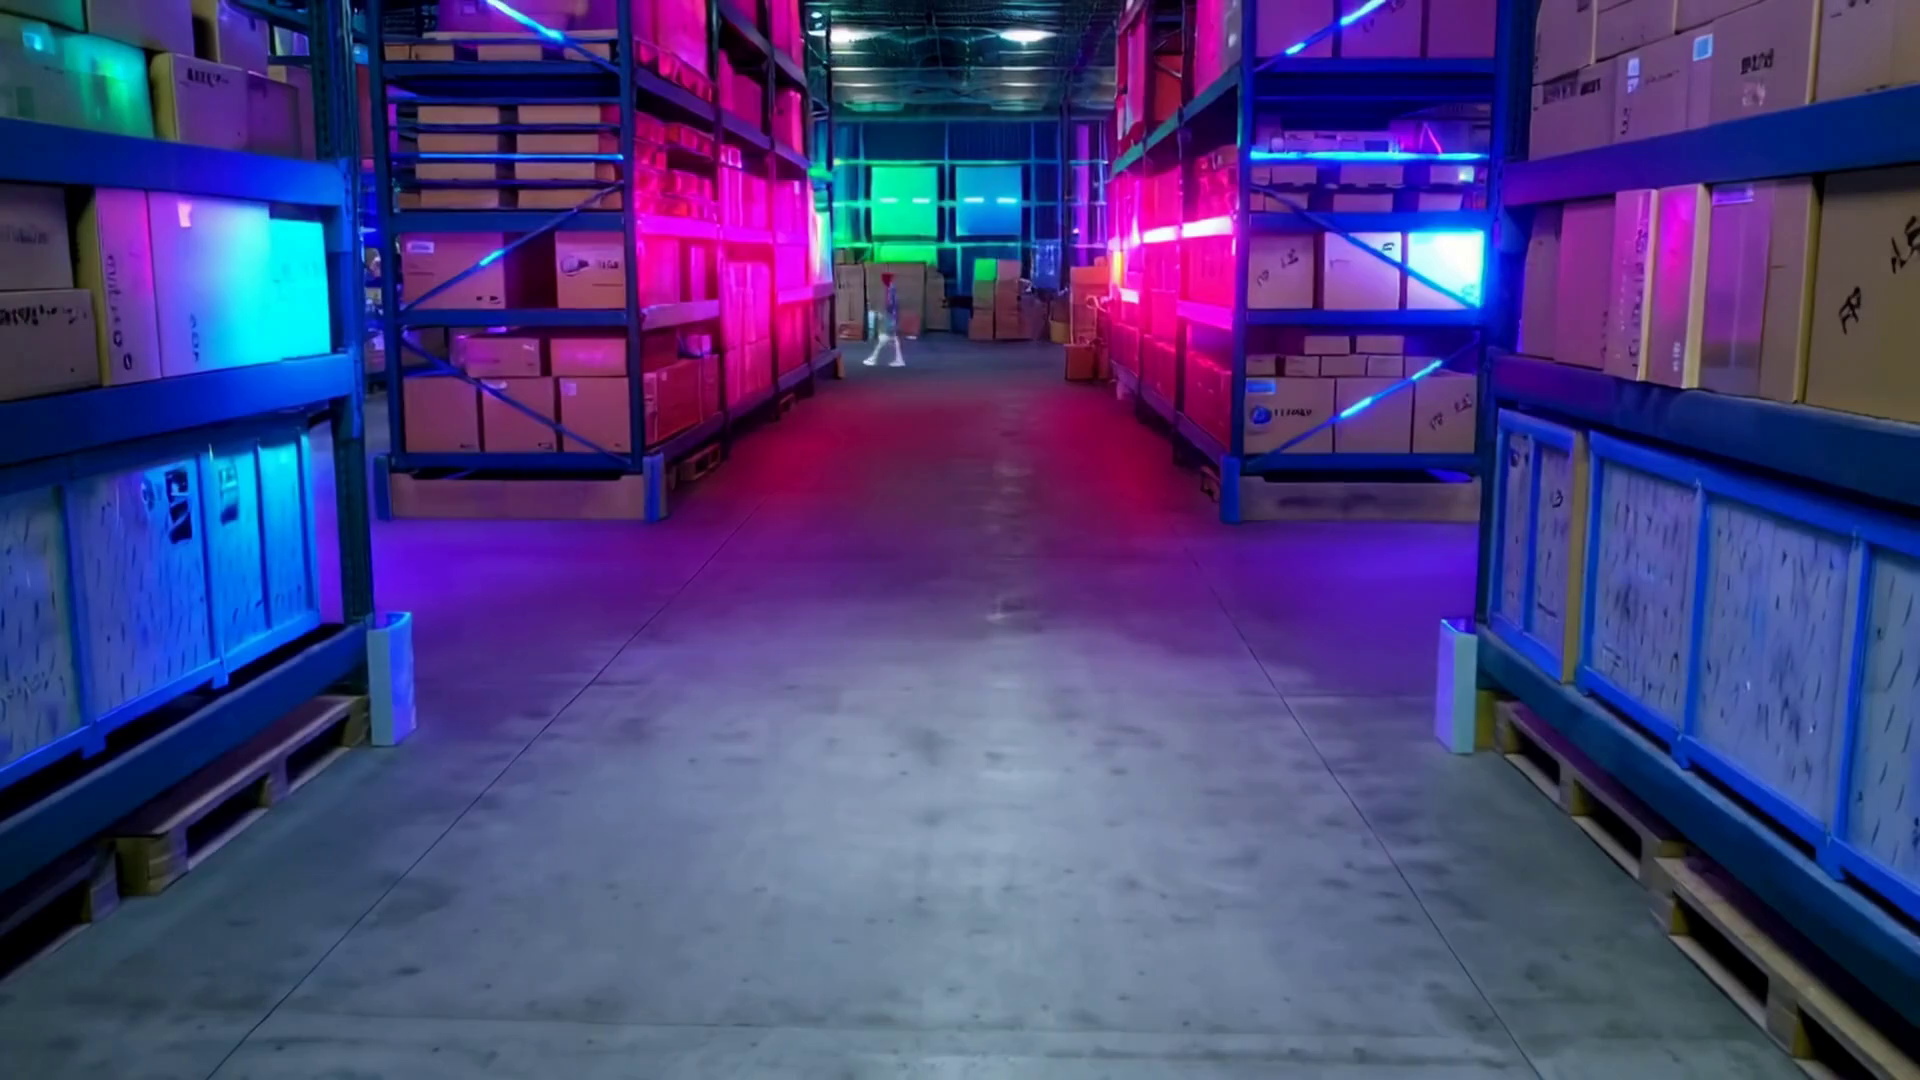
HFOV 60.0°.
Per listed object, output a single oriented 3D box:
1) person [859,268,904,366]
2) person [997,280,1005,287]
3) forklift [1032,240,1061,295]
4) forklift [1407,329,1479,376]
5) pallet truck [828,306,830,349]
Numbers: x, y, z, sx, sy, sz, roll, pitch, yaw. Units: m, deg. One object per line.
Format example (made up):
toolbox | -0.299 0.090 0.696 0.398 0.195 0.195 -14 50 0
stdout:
person | -1.528 -4.356 32.569 0.944 1.894 0.558 0 9 1
person | 1.573 -9.604 64.762 0.892 1.643 0.543 3 10 19
forklift | 3.176 -9.648 61.353 1.129 2.768 1.873 0 9 1
forklift | 7.077 -3.506 24.564 1.129 2.768 1.873 -4 10 -24
pallet truck | -3.100 -3.940 29.800 1.885 1.965 0.823 3 10 19
